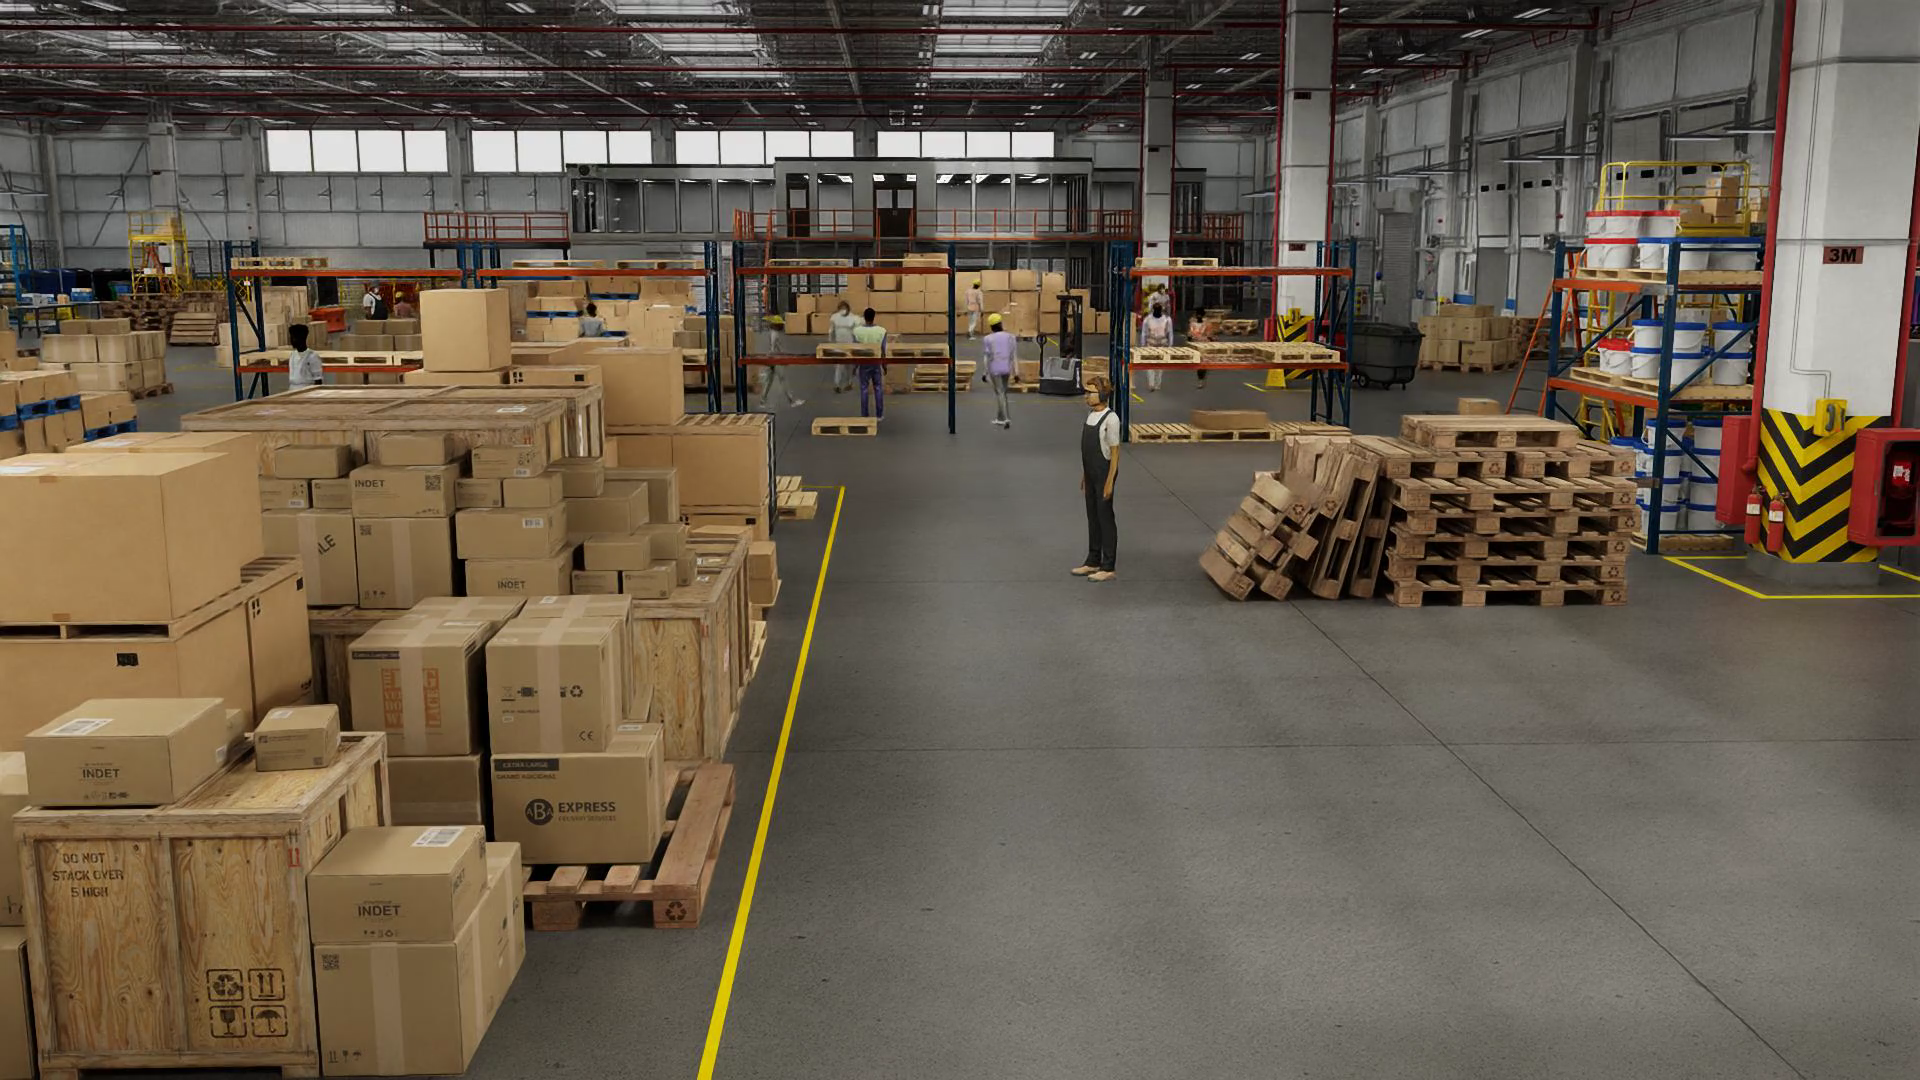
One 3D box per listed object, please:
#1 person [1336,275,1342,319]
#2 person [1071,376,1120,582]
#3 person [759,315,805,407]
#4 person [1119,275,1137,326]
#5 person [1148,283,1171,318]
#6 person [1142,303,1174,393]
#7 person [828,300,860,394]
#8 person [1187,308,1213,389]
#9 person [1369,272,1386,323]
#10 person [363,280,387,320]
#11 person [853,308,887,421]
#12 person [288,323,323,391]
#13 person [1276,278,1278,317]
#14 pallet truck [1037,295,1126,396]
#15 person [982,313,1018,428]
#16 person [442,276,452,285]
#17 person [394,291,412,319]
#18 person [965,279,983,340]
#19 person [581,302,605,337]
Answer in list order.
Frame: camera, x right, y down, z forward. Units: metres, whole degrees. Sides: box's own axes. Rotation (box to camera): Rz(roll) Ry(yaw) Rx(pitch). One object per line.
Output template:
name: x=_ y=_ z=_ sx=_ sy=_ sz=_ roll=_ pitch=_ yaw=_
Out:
person: x=14.761 y=-9.634 z=65.110 sx=0.376 sy=1.997 sz=0.612 roll=0 pitch=10 yaw=0
person: x=1.239 y=-0.547 z=14.911 sx=0.345 sy=1.847 sz=0.504 roll=-5 pitch=11 yaw=-24
person: x=-3.304 y=-3.269 z=30.476 sx=0.878 sy=1.695 sz=0.502 roll=-1 pitch=10 yaw=-7
person: x=6.018 y=-8.617 z=59.713 sx=0.913 sy=1.907 sz=0.545 roll=-1 pitch=10 yaw=-7
person: x=5.539 y=-6.081 z=45.605 sx=0.650 sy=1.892 sz=0.946 roll=-5 pitch=12 yaw=-28
person: x=3.996 y=-3.882 z=33.609 sx=0.635 sy=1.791 sz=0.949 roll=0 pitch=10 yaw=2
person: x=-2.339 y=-3.910 z=33.594 sx=0.647 sy=1.874 sz=1.058 roll=1 pitch=10 yaw=4
person: x=4.911 y=-3.957 z=34.372 sx=0.540 sy=1.671 sz=0.727 roll=8 pitch=13 yaw=39
person: x=15.000 y=-8.637 z=59.692 sx=0.609 sy=1.948 sz=0.389 roll=7 pitch=12 yaw=33
person: x=-15.232 y=-5.771 z=43.470 sx=0.537 sy=2.000 sz=0.675 roll=2 pitch=10 yaw=11
person: x=-1.522 y=-2.968 z=28.196 sx=0.597 sy=1.916 sz=0.372 roll=-2 pitch=10 yaw=-10
person: x=-8.654 y=-1.873 z=21.961 sx=0.613 sy=1.964 sz=0.361 roll=7 pitch=12 yaw=34
person: x=13.017 y=-9.979 z=67.467 sx=0.621 sy=1.845 sz=0.429 roll=-1 pitch=10 yaw=-6
pallet truck: x=2.483 y=-3.881 z=33.060 sx=1.885 sy=1.965 sz=0.823 roll=-7 pitch=13 yaw=-36
person: x=0.676 y=-2.767 z=27.224 sx=0.585 sy=1.881 sz=0.913 roll=-6 pitch=12 yaw=-28
person: x=-18.835 y=-8.873 z=61.247 sx=0.602 sy=1.854 sz=0.820 roll=2 pitch=10 yaw=9
person: x=-14.606 y=-5.666 z=43.770 sx=0.686 sy=1.742 sz=0.531 roll=9 pitch=13 yaw=40
person: x=0.399 y=-7.132 z=51.482 sx=0.649 sy=1.887 sz=0.597 roll=7 pitch=12 yaw=33
person: x=-7.311 y=-3.795 z=33.043 sx=0.507 sy=1.847 sz=0.866 roll=4 pitch=11 yaw=21
